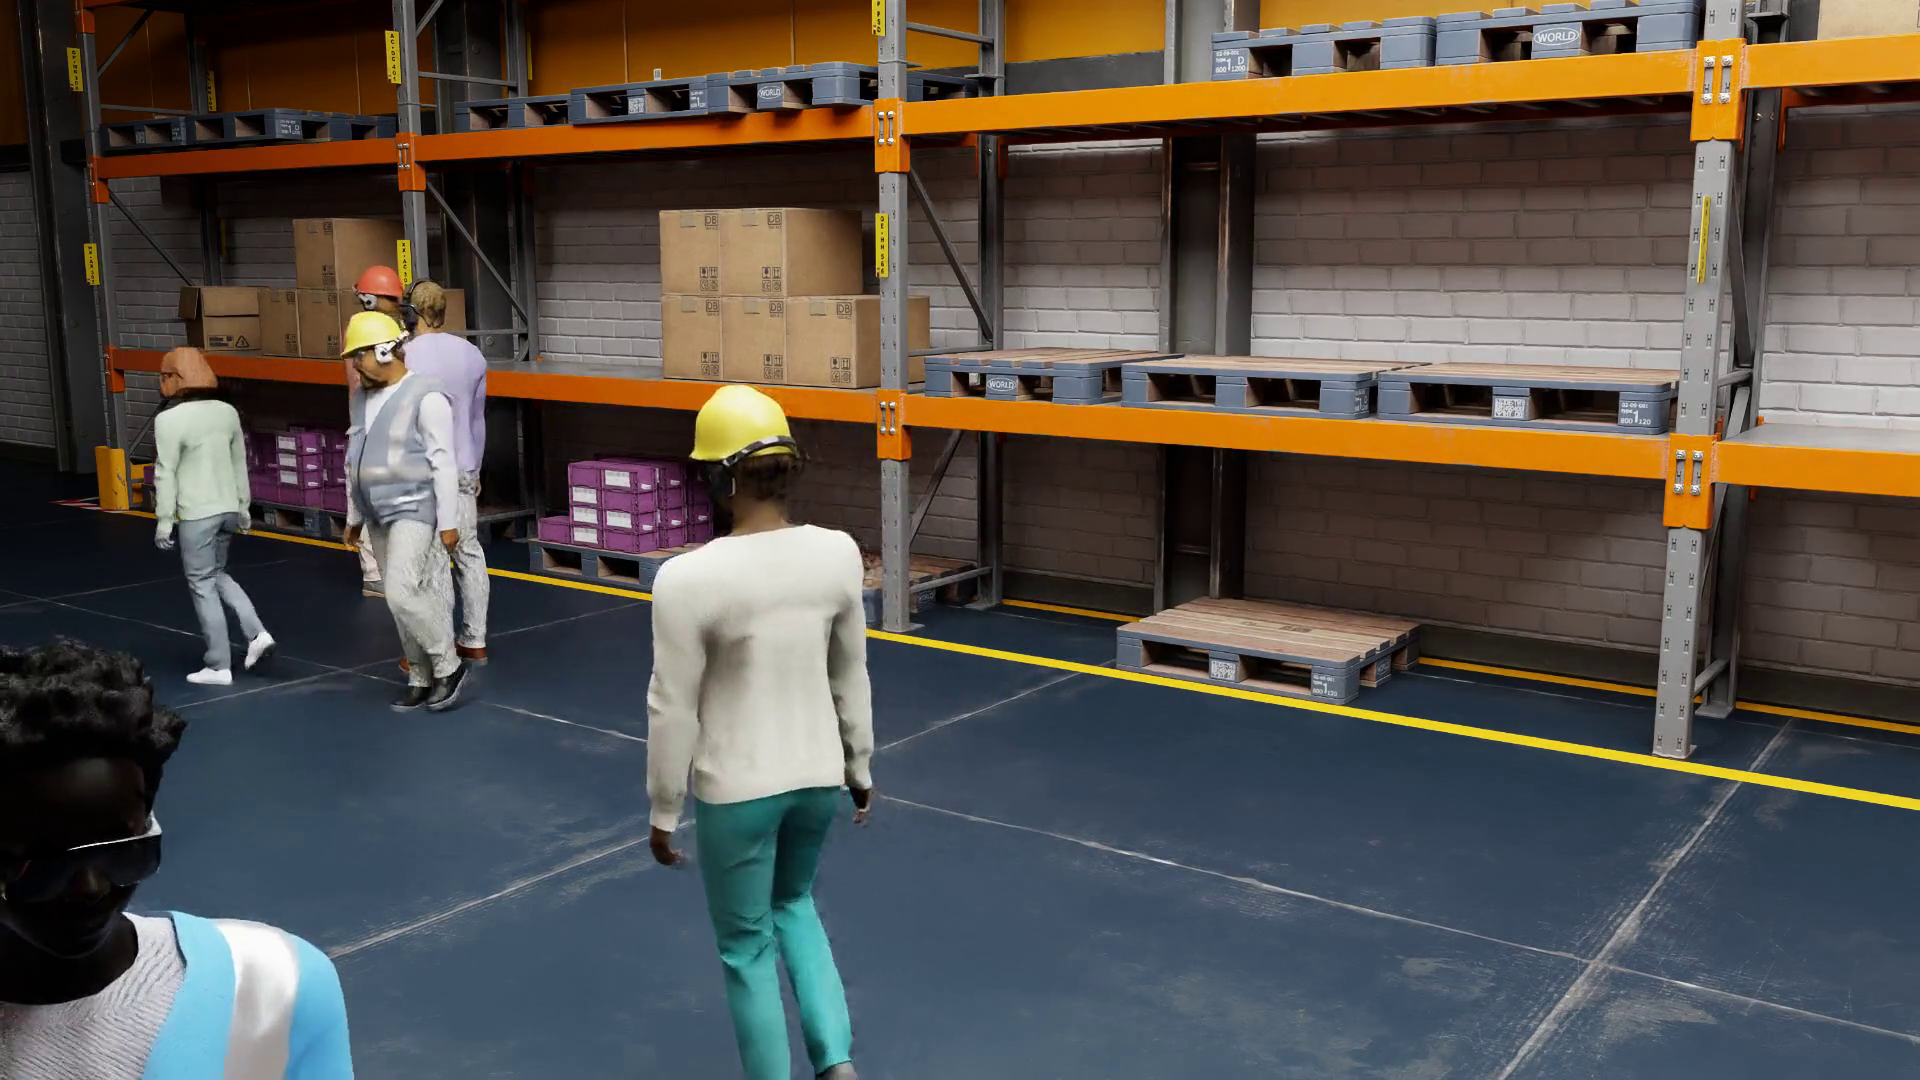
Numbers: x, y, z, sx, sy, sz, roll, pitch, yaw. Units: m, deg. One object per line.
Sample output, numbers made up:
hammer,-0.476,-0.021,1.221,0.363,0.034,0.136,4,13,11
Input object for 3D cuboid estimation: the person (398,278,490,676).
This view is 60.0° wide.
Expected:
person,-2.557,-0.297,8.112,0.370,1.941,0.627,5,11,26

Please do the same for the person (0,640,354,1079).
person,-0.769,0.928,1.529,0.555,1.683,0.526,-7,12,-36

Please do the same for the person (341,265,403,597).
person,-3.498,-0.657,10.089,0.379,1.994,0.611,1,10,4

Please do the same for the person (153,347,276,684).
person,-3.577,-0.105,7.899,0.365,1.618,0.510,3,10,15

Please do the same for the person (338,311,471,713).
person,-2.520,-0.117,7.447,0.591,1.799,0.421,7,12,35

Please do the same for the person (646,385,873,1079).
person,-0.451,0.533,3.701,0.544,1.751,0.363,-8,12,-39
